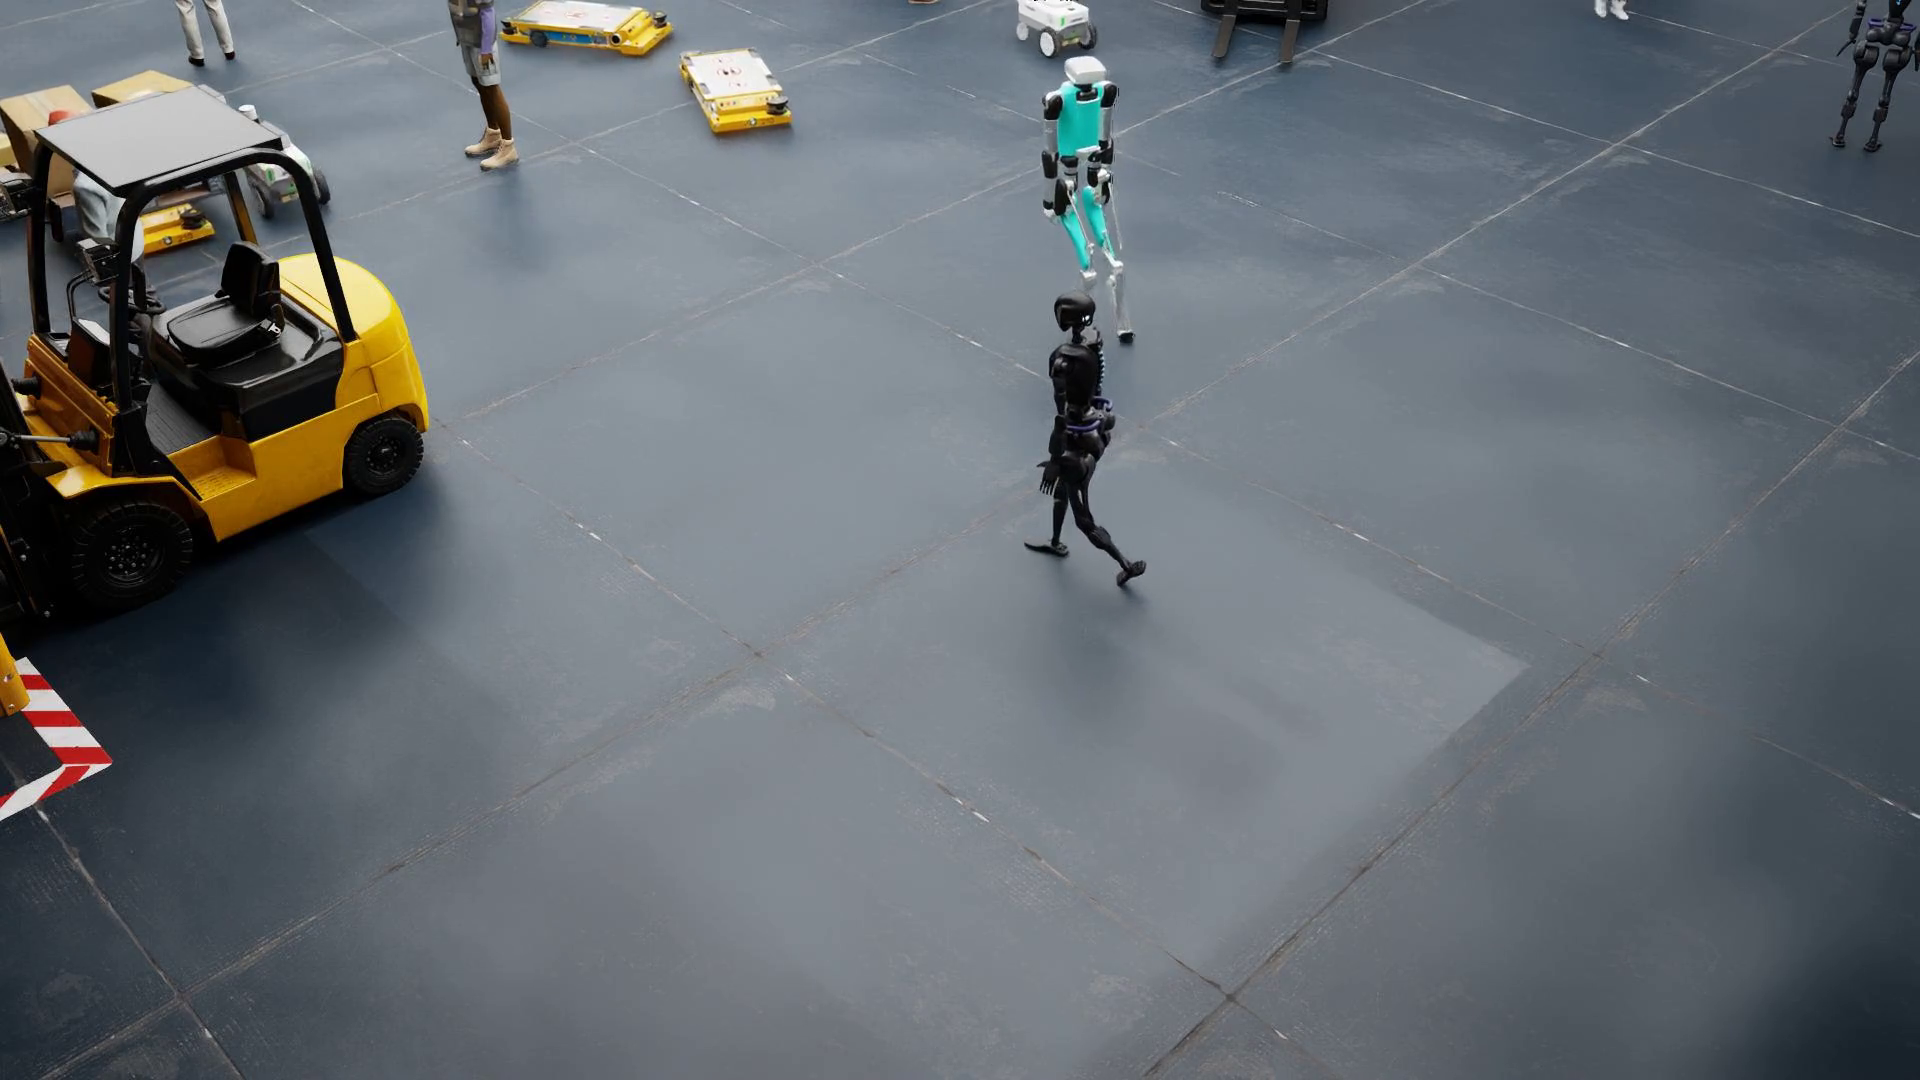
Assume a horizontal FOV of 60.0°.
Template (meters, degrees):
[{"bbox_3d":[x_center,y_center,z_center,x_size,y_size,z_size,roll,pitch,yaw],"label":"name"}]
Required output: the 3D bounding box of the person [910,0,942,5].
[{"bbox_3d":[-0.403,-6.075,15.737,0.353,1.936,0.633,-13,39,-16],"label":"person"}]

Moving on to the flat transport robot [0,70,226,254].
[{"bbox_3d":[-6.128,-2.494,12.335,0.659,0.231,1.431,-26,44,-30],"label":"flat transport robot"}]

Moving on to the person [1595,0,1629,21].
[{"bbox_3d":[6.281,-5.607,15.374,0.528,1.617,0.385,-10,38,-13],"label":"person"}]

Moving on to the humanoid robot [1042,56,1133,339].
[{"bbox_3d":[0.893,-2.084,10.640,0.544,1.881,0.799,-21,42,-26],"label":"humanoid robot"}]

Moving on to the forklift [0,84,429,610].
[{"bbox_3d":[-4.145,-1.093,8.856,2.313,2.155,1.214,-31,47,-34],"label":"forklift"}]

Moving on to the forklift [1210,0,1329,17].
[{"bbox_3d":[3.106,-6.400,15.960,1.214,2.155,2.313,8,37,10],"label":"forklift"}]

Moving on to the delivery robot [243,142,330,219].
[{"bbox_3d":[-5.121,-2.782,12.493,0.499,0.608,0.784,-25,43,-30],"label":"delivery robot"}]

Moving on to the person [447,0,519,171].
[{"bbox_3d":[-3.713,-3.842,12.660,0.370,2.042,0.613,-21,42,-26],"label":"person"}]

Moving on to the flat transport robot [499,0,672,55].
[{"bbox_3d":[-3.456,-4.731,15.330,1.431,0.231,0.659,9,38,12],"label":"flat transport robot"}]

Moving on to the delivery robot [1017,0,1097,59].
[{"bbox_3d":[0.847,-4.741,15.098,0.499,0.587,0.777,-22,42,-27],"label":"delivery robot"}]

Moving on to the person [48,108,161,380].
[{"bbox_3d":[-5.188,-1.804,10.183,0.351,1.740,0.571,-4,37,-5],"label":"person"}]

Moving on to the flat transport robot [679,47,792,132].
[{"bbox_3d":[-1.930,-3.852,14.153,0.659,0.231,1.431,-12,38,-15],"label":"flat transport robot"}]

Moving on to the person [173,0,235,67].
[{"bbox_3d":[-6.735,-5.028,14.463,0.538,1.784,0.380,-23,42,-28],"label":"person"}]

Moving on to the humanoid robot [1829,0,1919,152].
[{"bbox_3d":[7.237,-3.896,13.023,0.599,1.657,0.315,17,40,22],"label":"humanoid robot"}]

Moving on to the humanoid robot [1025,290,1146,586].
[{"bbox_3d":[0.677,-0.504,8.541,0.740,1.644,0.612,16,40,21],"label":"humanoid robot"}]
